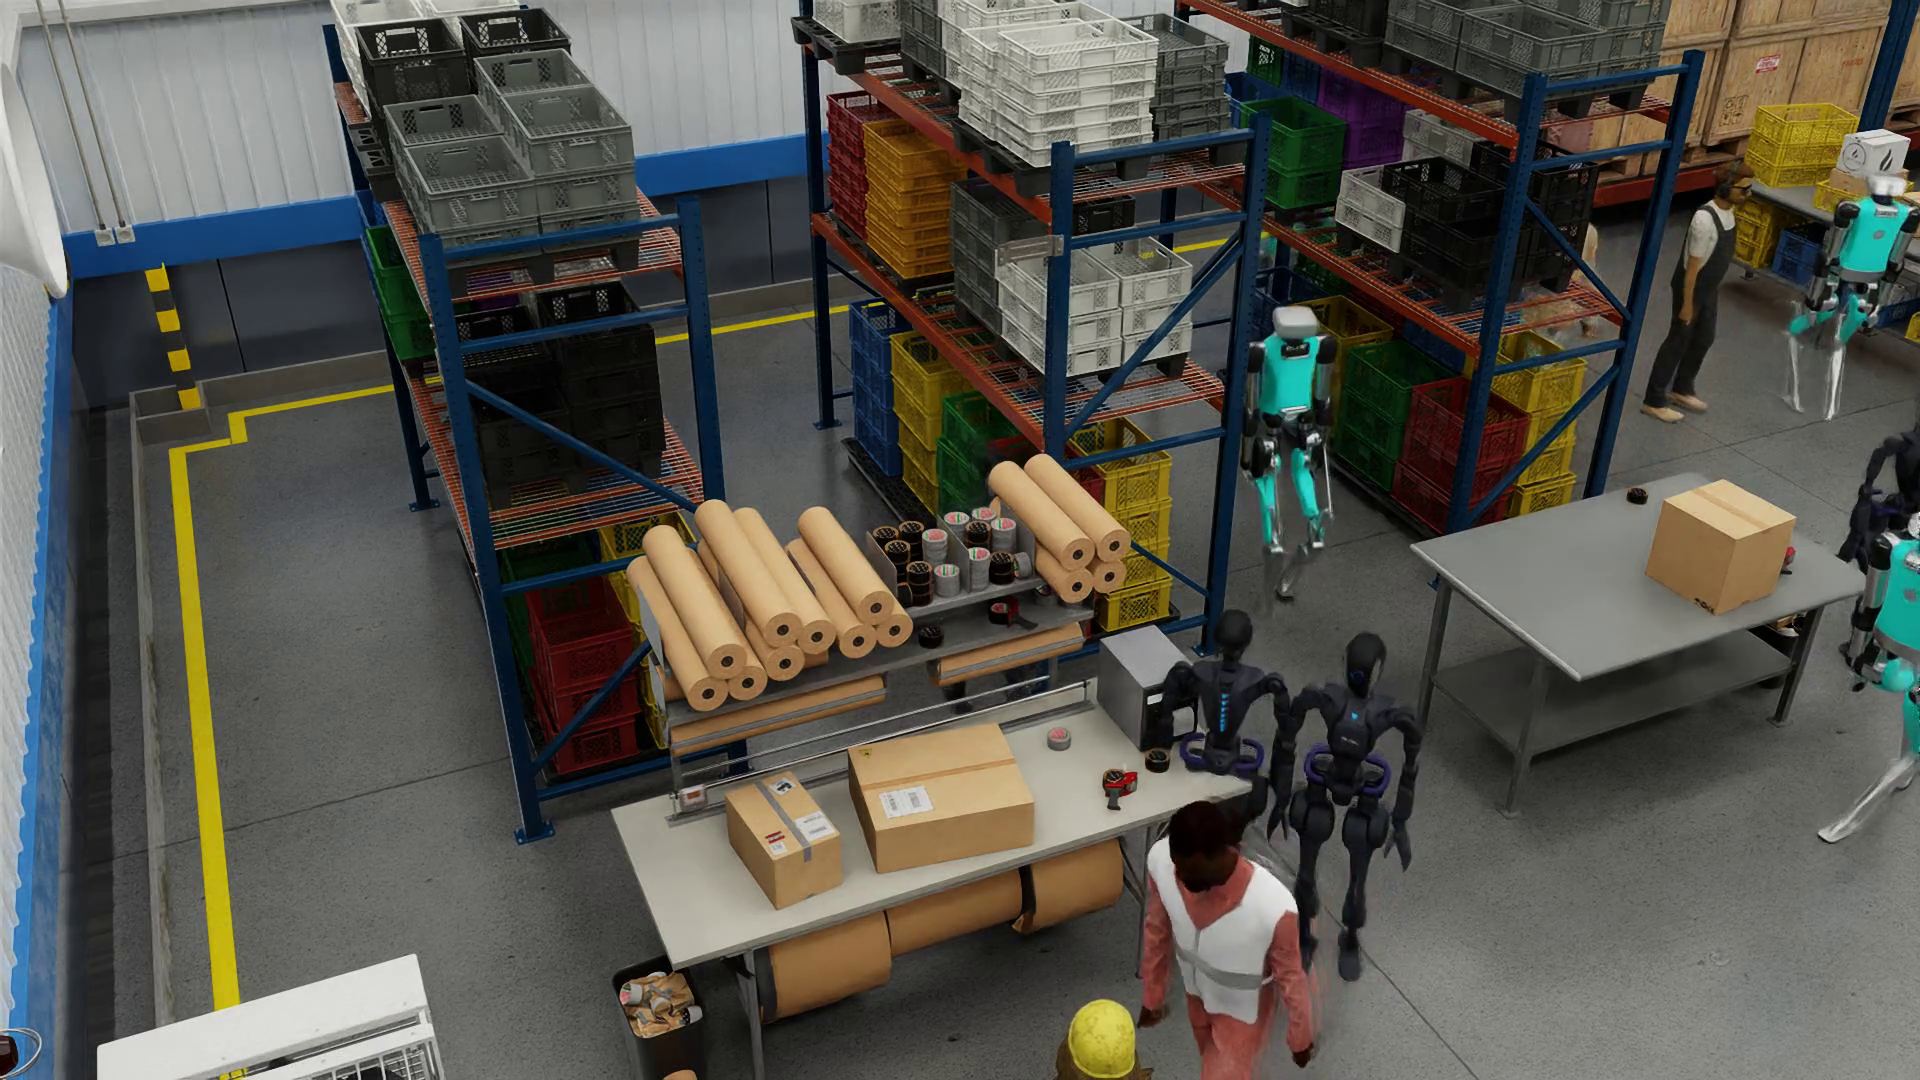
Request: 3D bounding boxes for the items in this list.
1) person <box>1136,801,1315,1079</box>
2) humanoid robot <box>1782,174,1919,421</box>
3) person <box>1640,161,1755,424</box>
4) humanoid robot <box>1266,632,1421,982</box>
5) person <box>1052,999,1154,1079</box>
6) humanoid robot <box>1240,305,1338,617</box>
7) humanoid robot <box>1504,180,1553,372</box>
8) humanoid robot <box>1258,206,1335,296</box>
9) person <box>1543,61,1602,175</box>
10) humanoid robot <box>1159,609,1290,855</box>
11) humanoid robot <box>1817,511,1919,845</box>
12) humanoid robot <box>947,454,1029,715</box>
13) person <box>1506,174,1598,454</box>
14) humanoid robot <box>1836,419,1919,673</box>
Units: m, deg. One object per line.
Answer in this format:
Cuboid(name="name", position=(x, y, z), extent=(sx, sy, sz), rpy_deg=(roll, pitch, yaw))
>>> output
Cuboid(name="person", position=(0.849, 1.656, 5.762), extent=(0.852, 1.860, 0.654), rpy_deg=(-24, 39, -33))
Cuboid(name="humanoid robot", position=(5.965, -1.678, 11.279), extent=(0.536, 1.774, 0.633), rpy_deg=(4, 32, 6))
Cuboid(name="person", position=(4.964, -1.646, 11.152), extent=(0.520, 1.834, 0.377), rpy_deg=(-26, 40, -36))
Cuboid(name="humanoid robot", position=(1.580, 1.103, 6.824), extent=(0.602, 1.649, 0.359), rpy_deg=(11, 33, 17))
Cuboid(name="person", position=(0.408, 2.084, 5.178), extent=(0.486, 1.743, 0.295), rpy_deg=(-7, 32, -11))
Cuboid(name="humanoid robot", position=(1.848, -0.325, 9.210), extent=(0.545, 1.903, 0.695), rpy_deg=(-7, 32, -11))
Cuboid(name="humanoid robot", position=(3.871, -1.572, 11.156), extent=(0.537, 1.760, 0.955), rpy_deg=(-13, 34, -21))
Cuboid(name="humanoid robot", position=(2.583, -2.524, 12.712), extent=(0.855, 1.785, 0.547), rpy_deg=(13, 34, 20))
Cuboid(name="person", position=(4.947, -3.079, 13.551), extent=(0.523, 1.761, 0.336), rpy_deg=(-19, 36, -27))
Cuboid(name="humanoid robot", position=(1.103, 0.979, 7.030), extent=(0.586, 1.649, 0.353), rpy_deg=(7, 32, 11))
Cuboid(name="humanoid robot", position=(4.504, 0.567, 7.692), extent=(1.001, 1.766, 0.538), rpy_deg=(-17, 36, -26))
Cuboid(name="humanoid robot", position=(0.156, 0.314, 8.163), extent=(0.589, 1.622, 0.795), rpy_deg=(-13, 34, -20))
Cuboid(name="person", position=(3.767, -1.503, 10.880), extent=(0.638, 1.867, 0.995), rpy_deg=(-10, 33, -16))
Cuboid(name="humanoid robot", position=(4.901, -0.048, 8.702), extent=(0.589, 1.642, 0.352), rpy_deg=(-1, 32, -2))
